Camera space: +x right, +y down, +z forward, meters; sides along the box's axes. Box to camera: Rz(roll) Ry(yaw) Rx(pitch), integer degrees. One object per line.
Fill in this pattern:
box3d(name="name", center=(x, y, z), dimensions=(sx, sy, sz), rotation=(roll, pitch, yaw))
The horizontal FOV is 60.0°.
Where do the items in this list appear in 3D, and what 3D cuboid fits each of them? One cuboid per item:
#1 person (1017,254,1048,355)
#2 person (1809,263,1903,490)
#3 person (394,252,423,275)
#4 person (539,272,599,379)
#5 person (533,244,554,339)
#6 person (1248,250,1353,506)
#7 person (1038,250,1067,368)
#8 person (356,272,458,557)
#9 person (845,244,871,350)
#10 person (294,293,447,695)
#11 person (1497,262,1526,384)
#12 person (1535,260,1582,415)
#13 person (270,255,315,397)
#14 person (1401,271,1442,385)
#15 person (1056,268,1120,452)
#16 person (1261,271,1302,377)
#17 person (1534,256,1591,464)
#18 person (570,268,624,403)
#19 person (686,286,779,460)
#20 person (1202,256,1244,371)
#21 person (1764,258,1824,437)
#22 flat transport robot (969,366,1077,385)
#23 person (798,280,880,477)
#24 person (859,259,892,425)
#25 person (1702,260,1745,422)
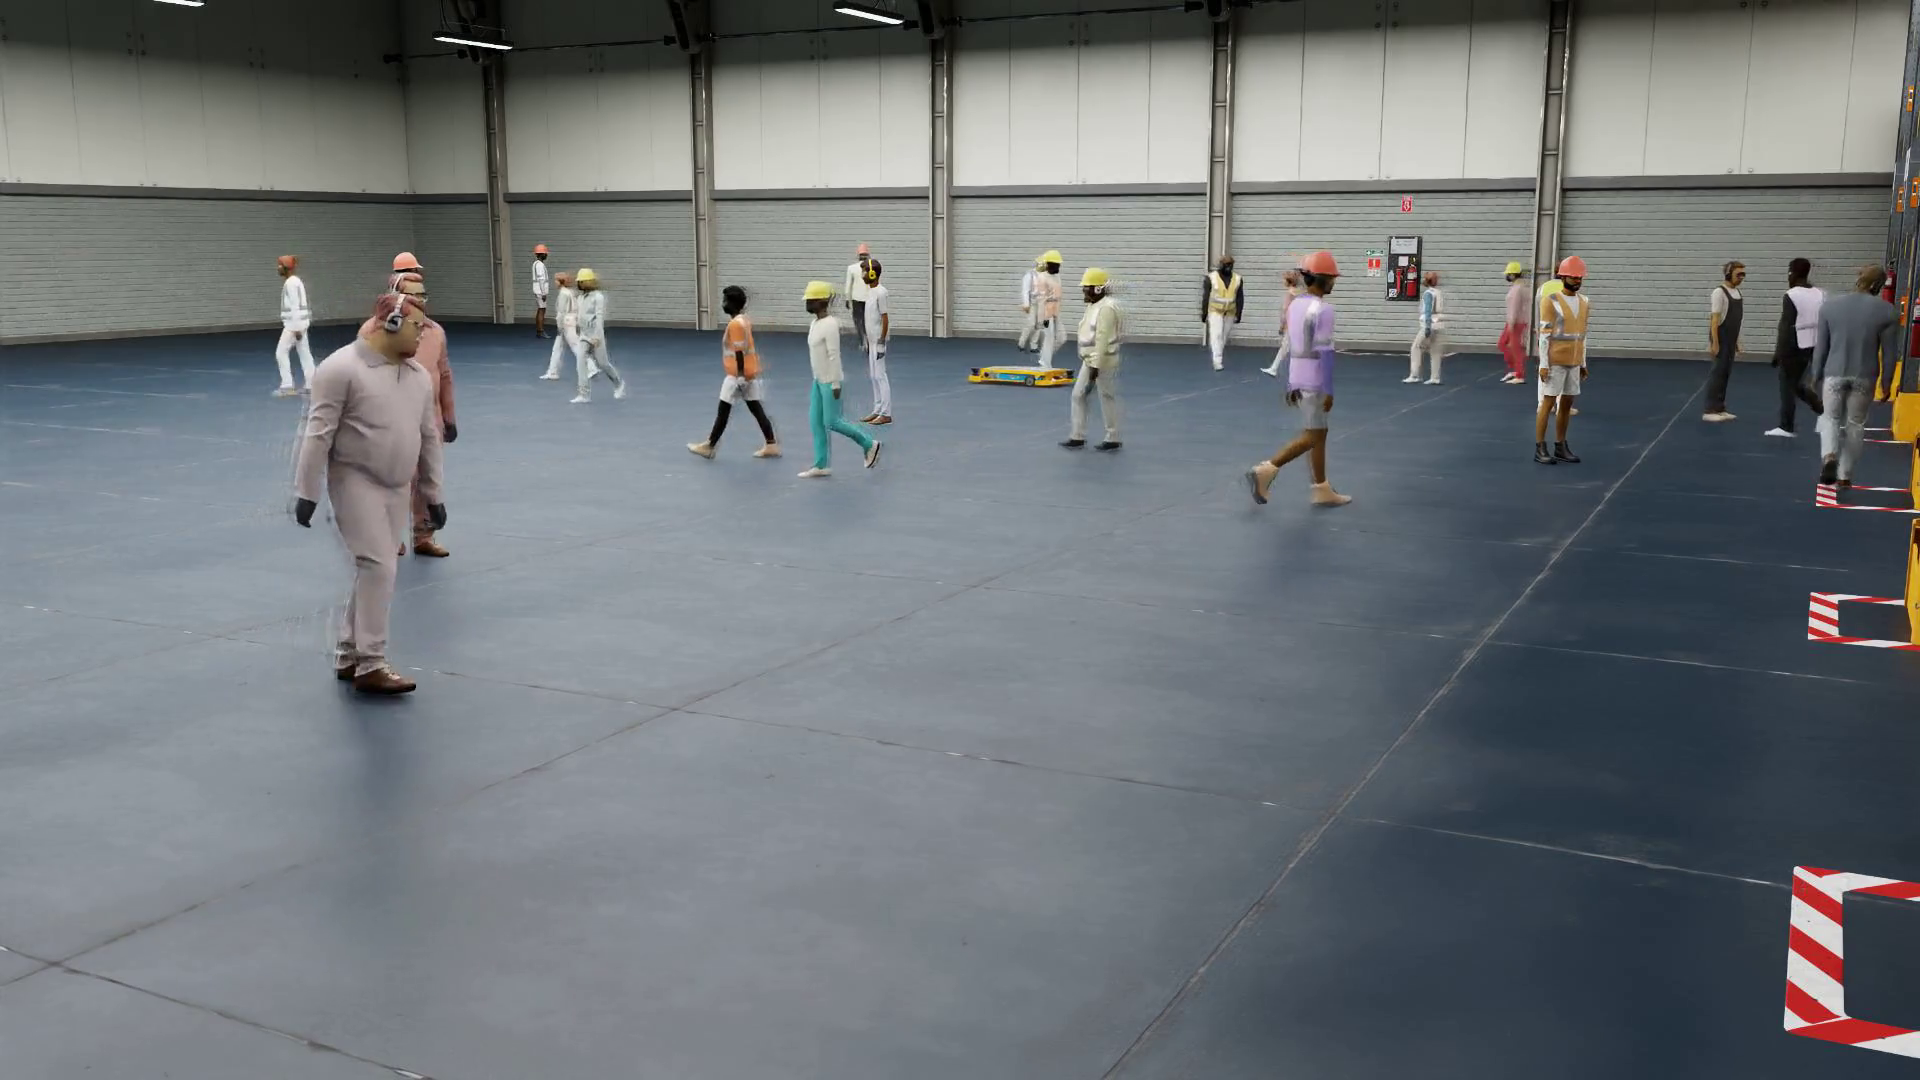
box3d(name="person", center=(1.363, -4.207, 29.791), dimensions=(0.519, 1.792, 0.639), rotation=(10, 14, 43))
box3d(name="person", center=(7.408, -1.338, 13.821), dimensions=(0.657, 1.899, 0.524), rotation=(7, 12, 33))
box3d(name="person", center=(-5.983, -2.147, 18.112), dimensions=(0.351, 1.942, 0.545), rotation=(-4, 11, -22))
box3d(name="person", center=(-5.791, -3.170, 24.627), dimensions=(0.874, 1.595, 0.528), rotation=(-2, 11, -8))
box3d(name="person", center=(-8.606, -5.111, 34.285), dimensions=(0.357, 1.936, 0.551), rotation=(-4, 11, -23))
box3d(name="person", center=(2.677, -1.233, 12.928), dimensions=(0.857, 2.019, 0.620), rotation=(-2, 11, -13))
box3d(name="person", center=(1.393, -3.424, 25.167), dimensions=(0.416, 1.906, 0.604), rotation=(6, 12, 29))
box3d(name="person", center=(-3.590, -0.806, 10.940), dimensions=(0.434, 1.887, 0.667), rotation=(7, 13, 35))
box3d(name="person", center=(-1.785, -4.449, 30.610), dimensions=(0.621, 1.969, 0.849), rotation=(-3, 11, -17))
box3d(name="person", center=(-2.706, -0.218, 7.814), dimensions=(0.662, 1.858, 0.723), rotation=(4, 11, 21))
box3d(name="person", center=(7.945, -3.112, 23.890), dimensions=(0.456, 1.747, 0.547), rotation=(2, 11, 13))
box3d(name="person", center=(7.155, -2.412, 19.833), dimensions=(0.429, 1.840, 0.635), rotation=(-6, 12, -29))
box3d(name="person", center=(-8.903, -2.825, 22.025), dimensions=(0.731, 1.858, 0.574), rotation=(-2, 11, -9))
box3d(name="person", center=(6.608, -3.027, 23.768), dimensions=(0.648, 1.613, 0.547), rotation=(6, 12, 30))
box3d(name="person", center=(1.259, -1.747, 16.279), dimensions=(0.733, 1.801, 0.612), rotation=(-3, 11, -15))
box3d(name="person", center=(4.864, -3.178, 24.654), dimensions=(0.831, 1.593, 0.528), rotation=(4, 11, 22))
box3d(name="person", center=(5.655, -1.671, 15.527), dimensions=(0.549, 1.936, 0.376), rotation=(-4, 11, -22))
box3d(name="person", center=(-4.678, -2.631, 21.356), dimensions=(0.486, 1.720, 0.766), rotation=(7, 12, 32))
box3d(name="person", center=(-2.147, -1.585, 15.827), dimensions=(0.886, 1.641, 0.551), rotation=(1, 10, 3))
box3d(name="person", center=(4.175, -3.568, 26.274), dimensions=(0.624, 1.792, 0.920), rotation=(-3, 11, -14))
box3d(name="person", center=(8.875, -2.013, 17.508), dimensions=(0.595, 1.900, 0.578), rotation=(-7, 13, -35))
box3d(name="flat transport robot", center=(0.898, -2.366, 23.865), dimensions=(1.431, 0.197, 0.652), rotation=(7, 12, 34))
box3d(name="person", center=(-1.093, -1.416, 14.685), dimensions=(0.646, 1.745, 0.538), rotation=(-4, 11, -23))
box3d(name="person", center=(-0.957, -2.228, 18.766), dimensions=(0.326, 1.863, 0.523), rotation=(-3, 11, -17))
box3d(name="person", center=(8.783, -2.278, 19.091), dimensions=(0.516, 1.842, 0.328), rotation=(-8, 13, -38))
